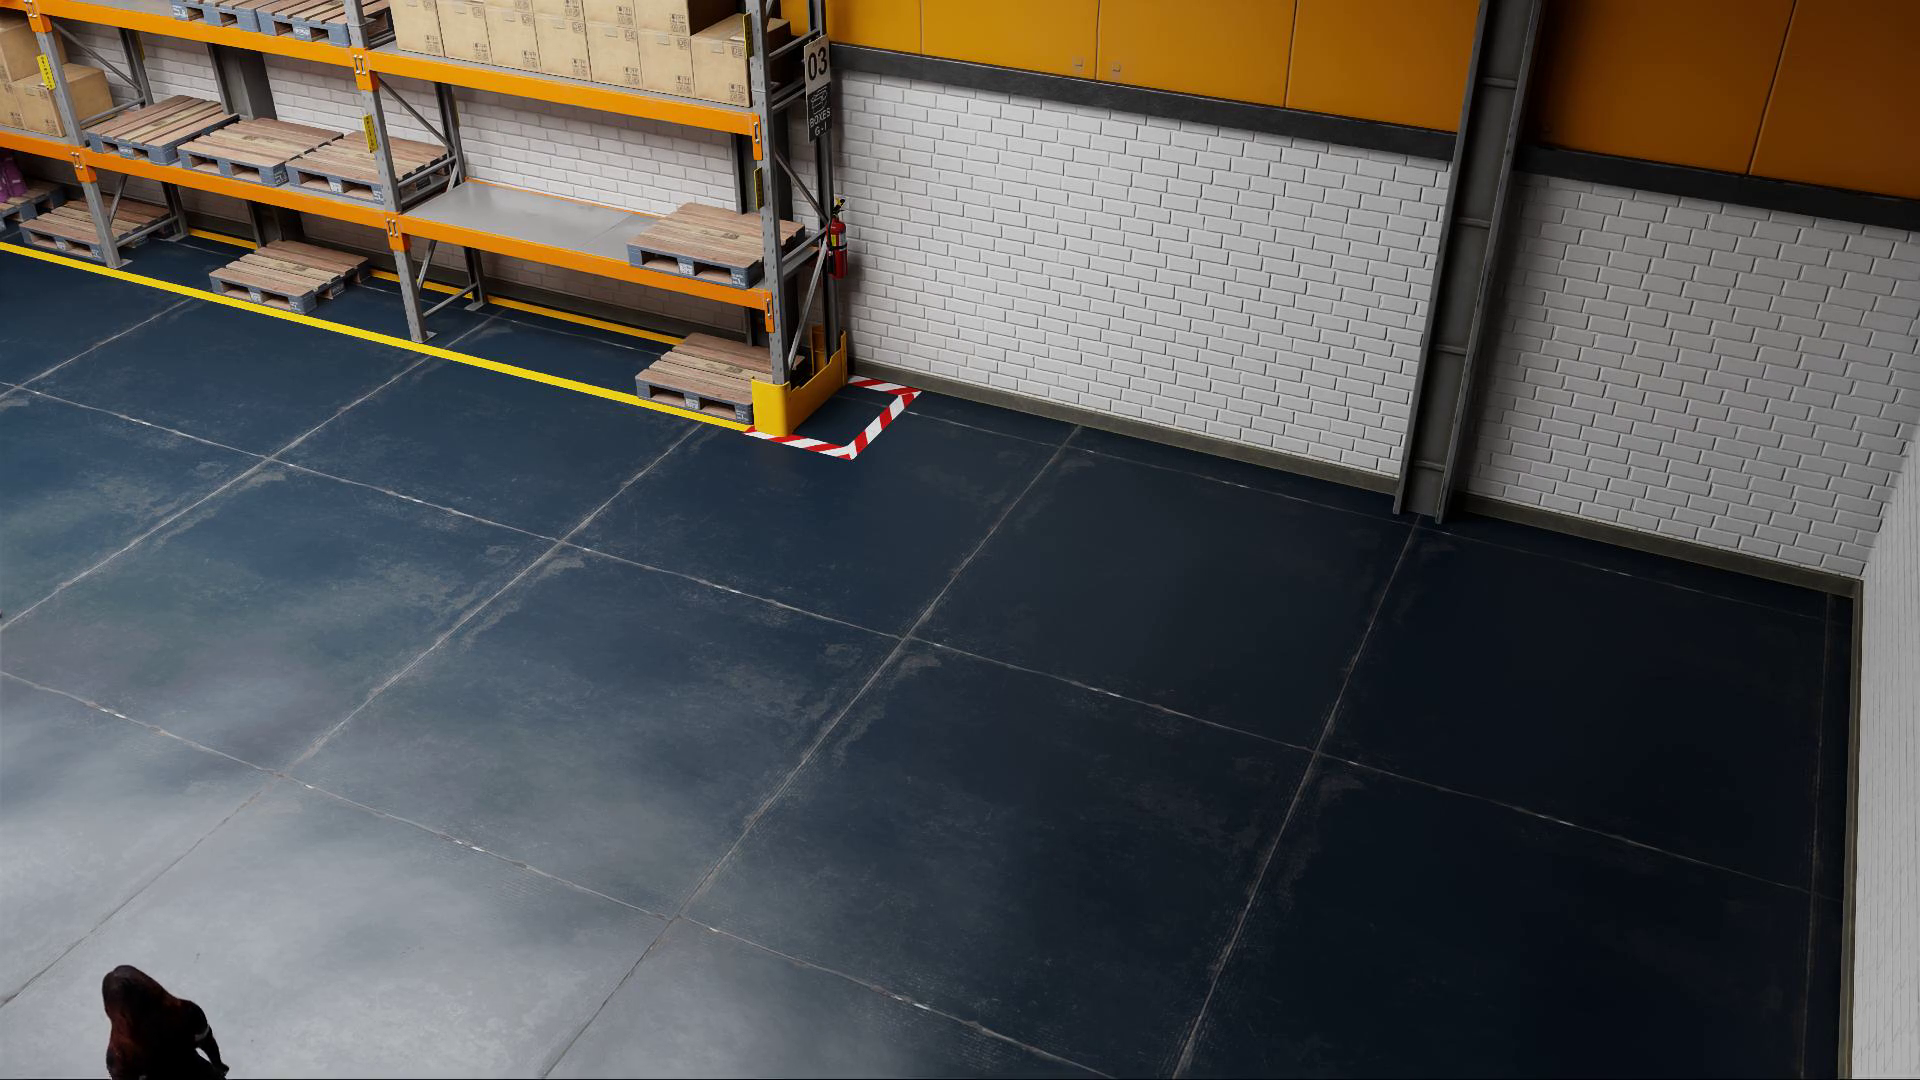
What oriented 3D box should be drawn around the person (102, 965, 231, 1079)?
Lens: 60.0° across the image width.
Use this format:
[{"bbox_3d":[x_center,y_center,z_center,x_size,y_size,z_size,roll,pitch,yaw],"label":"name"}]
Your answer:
[{"bbox_3d":[-3.503,2.619,7.622,1.198,1.595,0.817,25,41,33],"label":"person"}]
